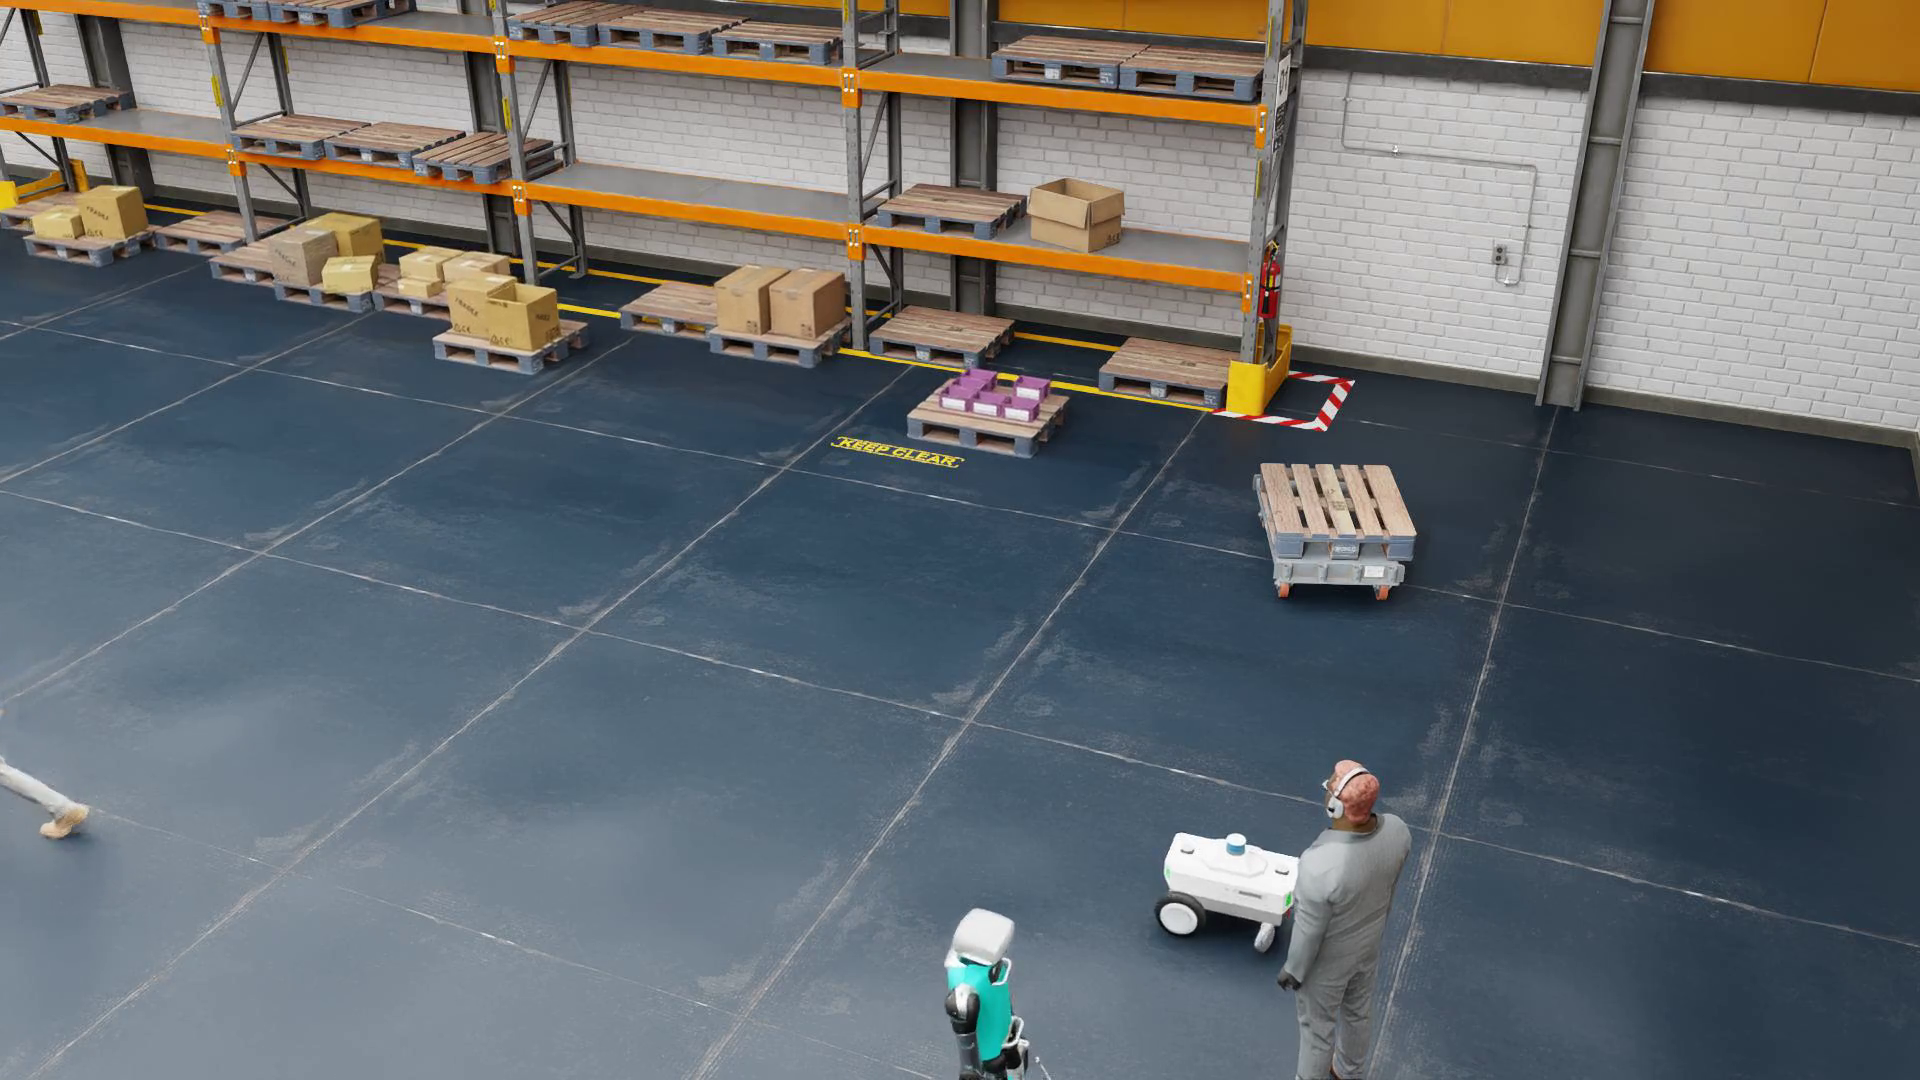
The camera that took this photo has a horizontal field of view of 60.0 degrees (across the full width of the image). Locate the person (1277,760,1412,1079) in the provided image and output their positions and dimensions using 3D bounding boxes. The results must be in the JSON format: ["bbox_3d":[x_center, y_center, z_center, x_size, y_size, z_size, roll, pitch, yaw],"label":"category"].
[{"bbox_3d":[1.703,1.828,7.602,0.636,1.910,0.407,-18,32,-31],"label":"person"}]

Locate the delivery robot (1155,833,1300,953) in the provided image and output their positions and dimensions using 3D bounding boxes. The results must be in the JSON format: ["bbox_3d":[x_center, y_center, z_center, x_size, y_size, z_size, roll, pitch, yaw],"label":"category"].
[{"bbox_3d":[1.442,1.864,9.020,0.779,0.608,0.507,9,29,18],"label":"delivery robot"}]

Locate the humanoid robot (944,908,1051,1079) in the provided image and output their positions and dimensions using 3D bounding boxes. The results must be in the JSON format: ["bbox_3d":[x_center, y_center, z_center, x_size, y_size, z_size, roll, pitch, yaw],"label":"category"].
[{"bbox_3d":[0.344,2.326,6.860,0.801,1.800,0.531,7,28,13],"label":"humanoid robot"}]

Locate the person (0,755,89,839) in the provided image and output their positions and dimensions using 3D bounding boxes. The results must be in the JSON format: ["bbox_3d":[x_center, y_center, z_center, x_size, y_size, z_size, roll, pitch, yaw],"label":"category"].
[{"bbox_3d":[-5.588,0.958,9.382,0.924,1.830,0.463,-7,28,-13],"label":"person"}]
